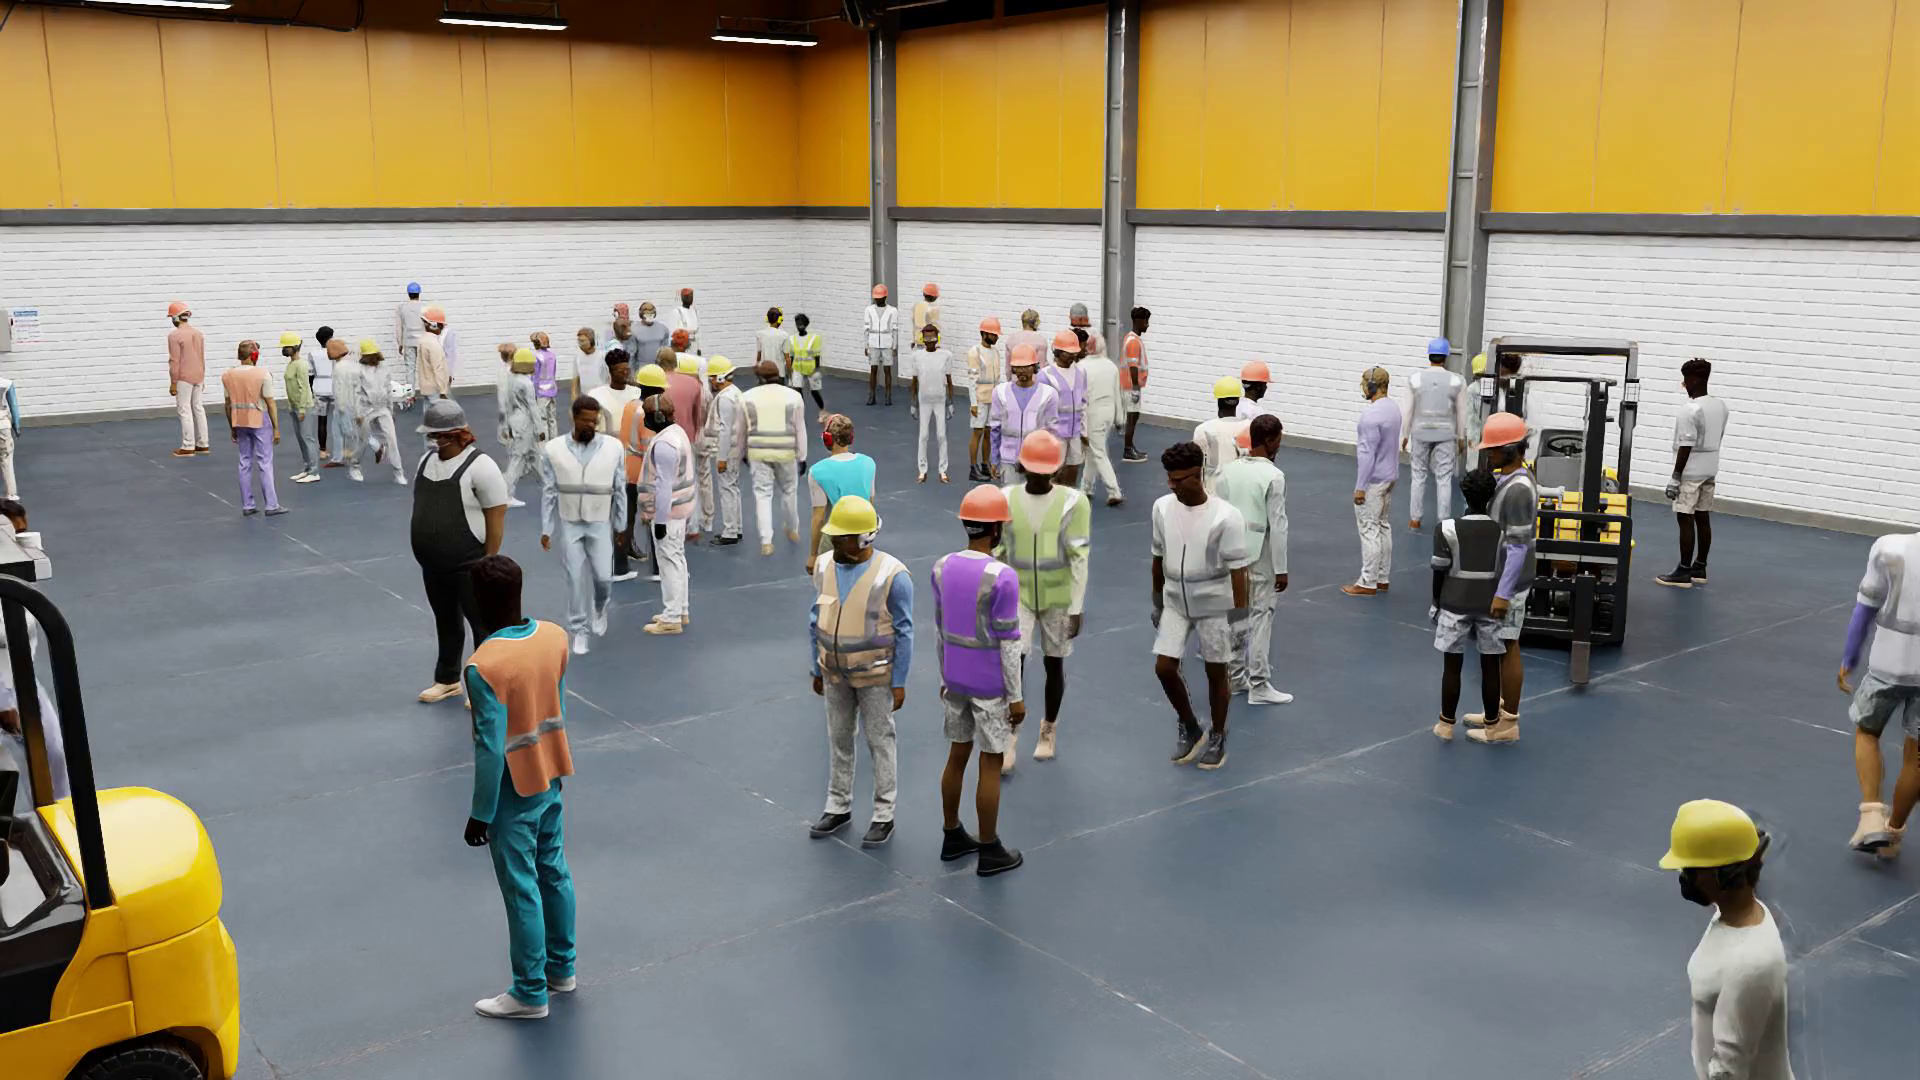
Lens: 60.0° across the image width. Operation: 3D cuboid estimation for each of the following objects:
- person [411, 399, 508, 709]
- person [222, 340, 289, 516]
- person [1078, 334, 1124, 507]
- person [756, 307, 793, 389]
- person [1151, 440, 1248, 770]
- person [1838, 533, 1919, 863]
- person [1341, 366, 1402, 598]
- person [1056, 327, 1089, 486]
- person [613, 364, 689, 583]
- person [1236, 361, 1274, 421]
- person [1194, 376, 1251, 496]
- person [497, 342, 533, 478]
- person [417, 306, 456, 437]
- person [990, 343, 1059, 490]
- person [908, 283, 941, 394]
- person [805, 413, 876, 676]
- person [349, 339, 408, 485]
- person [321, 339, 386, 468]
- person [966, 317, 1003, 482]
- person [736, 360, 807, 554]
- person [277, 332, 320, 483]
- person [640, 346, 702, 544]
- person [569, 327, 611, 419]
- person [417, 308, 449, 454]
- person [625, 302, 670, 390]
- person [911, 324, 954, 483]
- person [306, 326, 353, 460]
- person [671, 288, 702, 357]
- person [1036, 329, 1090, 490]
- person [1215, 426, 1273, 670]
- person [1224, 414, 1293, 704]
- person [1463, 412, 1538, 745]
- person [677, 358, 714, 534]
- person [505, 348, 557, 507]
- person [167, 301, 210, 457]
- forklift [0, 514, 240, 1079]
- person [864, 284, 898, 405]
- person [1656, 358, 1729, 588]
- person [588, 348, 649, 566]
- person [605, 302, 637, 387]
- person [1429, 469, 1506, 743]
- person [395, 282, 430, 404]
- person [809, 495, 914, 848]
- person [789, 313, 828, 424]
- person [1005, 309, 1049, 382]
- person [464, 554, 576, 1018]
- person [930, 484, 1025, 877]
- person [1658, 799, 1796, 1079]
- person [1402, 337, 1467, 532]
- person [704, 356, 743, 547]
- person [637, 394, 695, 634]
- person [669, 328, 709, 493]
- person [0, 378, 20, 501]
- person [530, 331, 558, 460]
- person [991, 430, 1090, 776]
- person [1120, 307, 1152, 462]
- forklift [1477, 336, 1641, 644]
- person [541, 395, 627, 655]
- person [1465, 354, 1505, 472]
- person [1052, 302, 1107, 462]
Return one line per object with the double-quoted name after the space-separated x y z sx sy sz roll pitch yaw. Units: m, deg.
-3.290 0.091 10.796 0.684 2.000 0.536 6 13 28 "person"
-7.361 -1.156 17.309 0.563 1.838 0.390 2 12 10 "person"
1.495 -1.292 17.958 0.658 1.856 0.923 -10 15 -39 "person"
-2.478 -2.179 22.222 0.526 1.857 0.347 4 12 18 "person"
1.379 0.384 9.617 0.681 1.937 0.483 7 14 32 "person"
4.706 0.655 8.172 0.681 2.011 0.519 8 14 32 "person"
3.454 -0.483 13.849 0.375 1.930 0.636 8 14 33 "person"
1.163 -1.238 17.396 0.367 1.963 0.609 -2 12 -8 "person"
-2.718 -0.561 14.317 0.624 1.891 0.590 -8 14 -33 "person"
2.492 -0.575 14.302 0.389 1.927 0.554 -3 12 -12 "person"
2.095 -0.330 13.144 0.581 1.919 0.399 -3 12 -16 "person"
-5.217 -1.512 19.536 0.460 1.622 0.522 3 12 12 "person"
-7.296 -2.341 23.099 0.633 1.798 0.591 5 13 22 "person"
0.561 -0.720 14.705 0.605 2.045 0.383 2 12 8 "person"
-0.581 -3.307 27.575 0.596 1.898 0.481 11 16 42 "person"
-0.812 0.050 11.467 0.389 1.847 0.567 11 16 42 "person"
-6.823 -1.499 19.343 0.498 1.692 0.854 -11 16 -43 "person"
-7.485 -1.670 20.387 0.712 1.602 0.504 -3 12 -16 "person"
0.317 -1.647 19.476 0.390 1.926 0.550 9 15 37 "person"
-1.771 -0.808 15.698 0.652 1.797 0.865 -1 12 -6 "person"
-7.721 -1.545 19.389 0.337 1.757 0.519 -10 15 -39 "person"
-2.801 -0.931 16.122 0.639 1.881 1.040 -7 14 -31 "person"
-4.270 -1.550 19.260 0.526 1.815 0.689 6 13 27 "person"
-6.308 -1.794 20.030 0.388 1.987 0.608 -8 14 -35 "person"
-4.152 -2.224 22.262 0.636 1.928 0.384 -8 14 -34 "person"
-0.322 -1.584 19.347 0.510 1.857 0.324 0 12 -1 "person"
-7.961 -1.851 21.009 0.535 1.697 0.318 0 12 -1 "person"
-4.375 -3.089 26.561 0.489 1.871 0.598 7 14 30 "person"
1.033 -1.063 16.406 0.612 2.030 0.403 -9 15 -37 "person"
2.035 0.056 11.734 0.717 1.715 0.572 6 13 28 "person"
1.940 0.125 10.942 0.392 1.914 0.587 -6 13 -27 "person"
3.291 0.236 10.116 0.394 2.034 0.605 3 12 16 "person"
-2.665 -0.929 16.445 0.492 1.743 0.295 -9 14 -36 "person"
-4.625 -1.221 17.967 0.868 1.698 0.496 -8 14 -33 "person"
-9.935 -2.067 21.365 0.403 1.982 0.628 2 12 11 "person"
-3.687 1.115 5.480 2.313 2.155 1.214 -9 15 -36 "forklift"
-1.261 -3.098 26.473 0.542 1.928 0.374 1 12 4 "person"
6.255 -0.573 14.201 0.604 1.959 0.377 -8 14 -35 "person"
-3.083 -0.753 15.052 0.600 1.967 0.369 -10 16 -41 "person"
-4.516 -2.239 22.389 0.639 1.904 0.407 -11 16 -43 "person"
3.113 0.411 10.097 0.533 1.693 0.319 2 12 9 "person"
-8.723 -3.157 26.706 0.608 1.946 0.406 -1 12 -6 "person"
-0.524 0.667 8.530 0.591 1.829 0.404 7 13 29 "person"
-2.203 -2.460 24.032 0.534 1.664 0.788 4 12 17 "person"
0.834 -1.887 20.604 0.629 1.937 0.376 10 15 40 "person"
-1.775 0.996 6.737 0.390 1.913 0.587 4 12 18 "person"
0.108 0.684 8.211 0.387 1.929 0.547 -11 16 -42 "person"
2.142 1.553 4.561 0.942 1.704 0.574 4 12 19 "person"
4.693 -1.039 16.480 0.615 1.945 0.405 3 12 16 "person"
-2.233 -0.846 15.864 0.403 1.820 0.602 0 12 -1 "person"
-2.248 -0.203 12.732 0.429 1.834 0.636 0 12 -2 "person"
-3.078 -1.400 18.403 0.610 1.875 0.380 -3 12 -14 "person"
-10.491 -1.205 18.048 0.529 1.631 0.312 -5 13 -21 "person"
-5.244 -1.816 20.999 0.312 1.631 0.530 3 12 15 "person"
0.431 0.375 9.546 0.600 1.998 0.888 3 12 13 "person"
2.203 -1.957 20.912 0.388 1.952 0.615 1 12 4 "person"
4.683 -0.471 13.136 1.214 2.155 2.313 4 12 20 "forklift"
-2.756 -0.129 12.211 0.613 1.902 0.512 -2 12 -11 "person"
5.518 -1.088 17.315 0.569 1.700 0.371 1 12 5 "person"
1.463 -1.964 20.719 0.704 2.000 0.602 -3 12 -15 "person"
